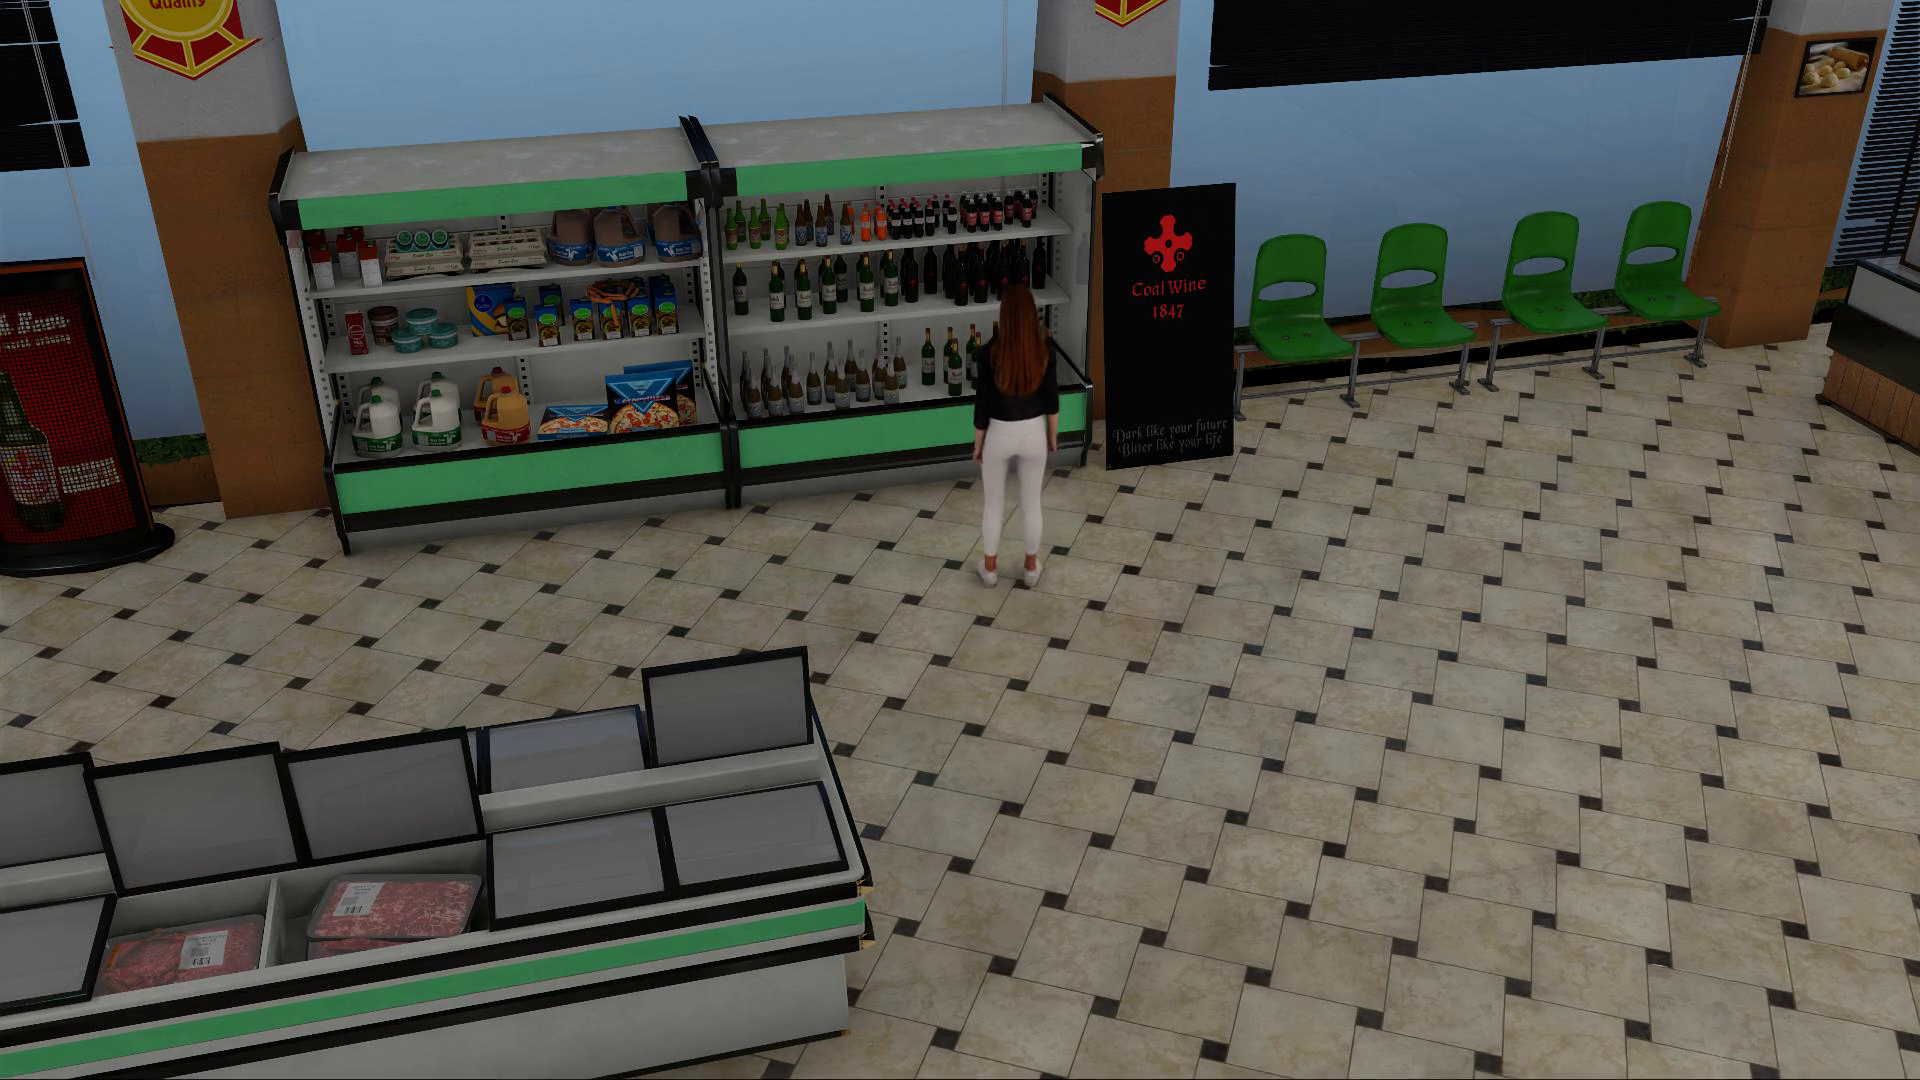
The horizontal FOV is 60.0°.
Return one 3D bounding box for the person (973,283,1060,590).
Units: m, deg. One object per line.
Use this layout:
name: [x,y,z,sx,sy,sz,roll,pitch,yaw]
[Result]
person: [0.294,-0.519,8.703,0.543,1.702,0.715,-1,29,-2]
